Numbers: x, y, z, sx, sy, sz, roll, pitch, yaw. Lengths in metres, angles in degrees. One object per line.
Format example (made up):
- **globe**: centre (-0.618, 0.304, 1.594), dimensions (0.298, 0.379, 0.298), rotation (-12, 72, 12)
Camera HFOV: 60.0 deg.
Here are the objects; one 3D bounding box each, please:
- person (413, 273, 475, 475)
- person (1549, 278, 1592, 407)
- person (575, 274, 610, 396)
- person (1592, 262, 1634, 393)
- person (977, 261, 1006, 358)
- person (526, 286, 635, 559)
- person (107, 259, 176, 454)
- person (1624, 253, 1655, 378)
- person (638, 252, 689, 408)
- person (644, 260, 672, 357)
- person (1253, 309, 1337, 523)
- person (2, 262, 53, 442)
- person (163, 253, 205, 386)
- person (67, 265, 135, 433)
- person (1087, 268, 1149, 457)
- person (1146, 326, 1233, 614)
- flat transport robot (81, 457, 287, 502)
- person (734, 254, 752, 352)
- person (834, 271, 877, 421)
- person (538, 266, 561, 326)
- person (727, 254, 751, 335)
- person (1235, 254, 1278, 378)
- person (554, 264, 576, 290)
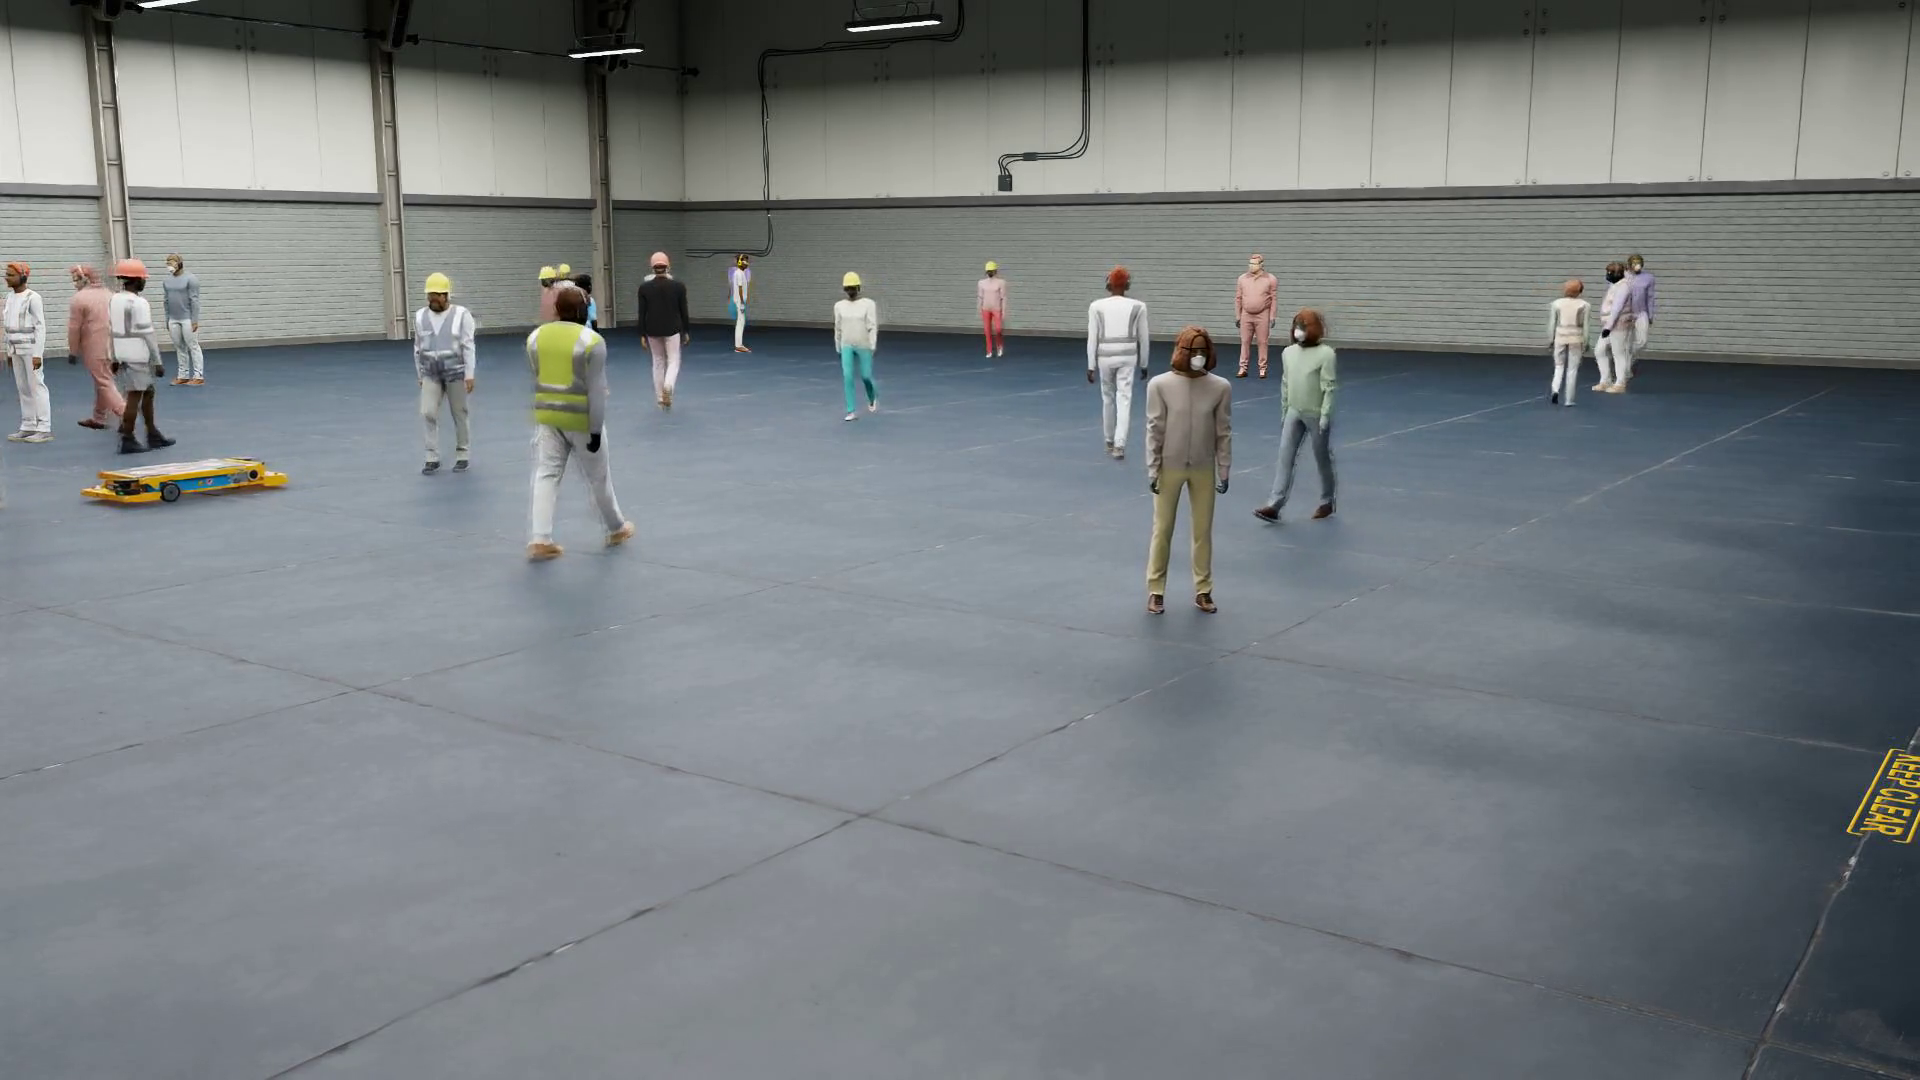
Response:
- **person**: centre (-4.642, -1.478, 14.926), dimensions (0.607, 1.807, 0.711), rotation (0, 10, 2)
- **person**: centre (7.770, -2.508, 21.173), dimensions (0.537, 1.627, 0.366), rotation (8, 13, 38)
- **person**: centre (-5.095, -2.737, 22.353), dimensions (0.769, 1.674, 0.534), rotation (-8, 13, -38)
- **person**: centre (9.065, -2.948, 23.143), dimensions (0.576, 1.820, 0.622), rotation (2, 10, 8)
- **person**: centre (0.573, -4.179, 30.205), dimensions (0.524, 1.755, 0.400), rotation (3, 10, 15)
- **person**: centre (-2.579, -0.793, 11.139), dimensions (0.628, 1.792, 0.962), rotation (3, 11, 18)
- **person**: centre (-8.116, -1.830, 16.587), dimensions (0.581, 1.911, 0.774), rotation (7, 12, 34)
- **person**: centre (10.376, -3.452, 25.641), dimensions (0.653, 1.926, 0.438), rotation (0, 10, 3)
- **person**: centre (-3.720, -2.610, 20.804), dimensions (0.629, 1.970, 0.716), rotation (0, 10, 0)
- **person**: centre (-5.341, -4.127, 29.628), dimensions (0.528, 1.852, 0.710), rotation (-1, 10, -4)
- **person**: centre (2.543, -0.915, 12.359), dimensions (0.842, 1.579, 0.519), rotation (-9, 14, -42)
- **person**: centre (-9.805, -1.966, 17.439), dimensions (0.574, 1.885, 0.356), rotation (6, 12, 30)
- **person**: centre (-11.334, -3.206, 24.254), dimensions (0.628, 1.935, 0.355), rotation (3, 11, 18)
- **person**: centre (-9.473, -2.090, 18.302), dimensions (0.953, 1.861, 0.665), rotation (3, 10, 14)
- **person**: centre (1.554, -1.738, 16.319), dimensions (0.594, 1.834, 0.979), rotation (1, 10, 7)
- **person**: centre (1.278, -0.386, 9.331), dimensions (0.496, 1.627, 0.301), rotation (-1, 10, -7)
- **flat transport robot**: centre (-6.421, -0.509, 13.799), dimensions (0.652, 0.197, 1.431), rotation (7, 12, 34)
- **person**: centre (-4.177, -4.534, 31.881), dimensions (0.310, 1.863, 0.532), rotation (-2, 10, -11)
- **person**: centre (-1.219, -2.300, 19.679), dimensions (0.540, 1.747, 0.610), rotation (2, 10, 12)
- **person**: centre (-5.772, -3.005, 23.645), dimensions (0.435, 1.751, 0.530), rotation (-9, 13, -40)
- **person**: centre (-4.976, -5.505, 37.400), dimensions (0.603, 1.830, 0.450), rotation (3, 11, 19)
- **person**: centre (4.556, -3.444, 25.667), dimensions (0.644, 1.903, 0.400), rotation (4, 11, 23)
- **person**: centre (-6.743, -3.871, 28.575), dimensions (0.515, 1.702, 0.837), rotation (1, 10, 7)
